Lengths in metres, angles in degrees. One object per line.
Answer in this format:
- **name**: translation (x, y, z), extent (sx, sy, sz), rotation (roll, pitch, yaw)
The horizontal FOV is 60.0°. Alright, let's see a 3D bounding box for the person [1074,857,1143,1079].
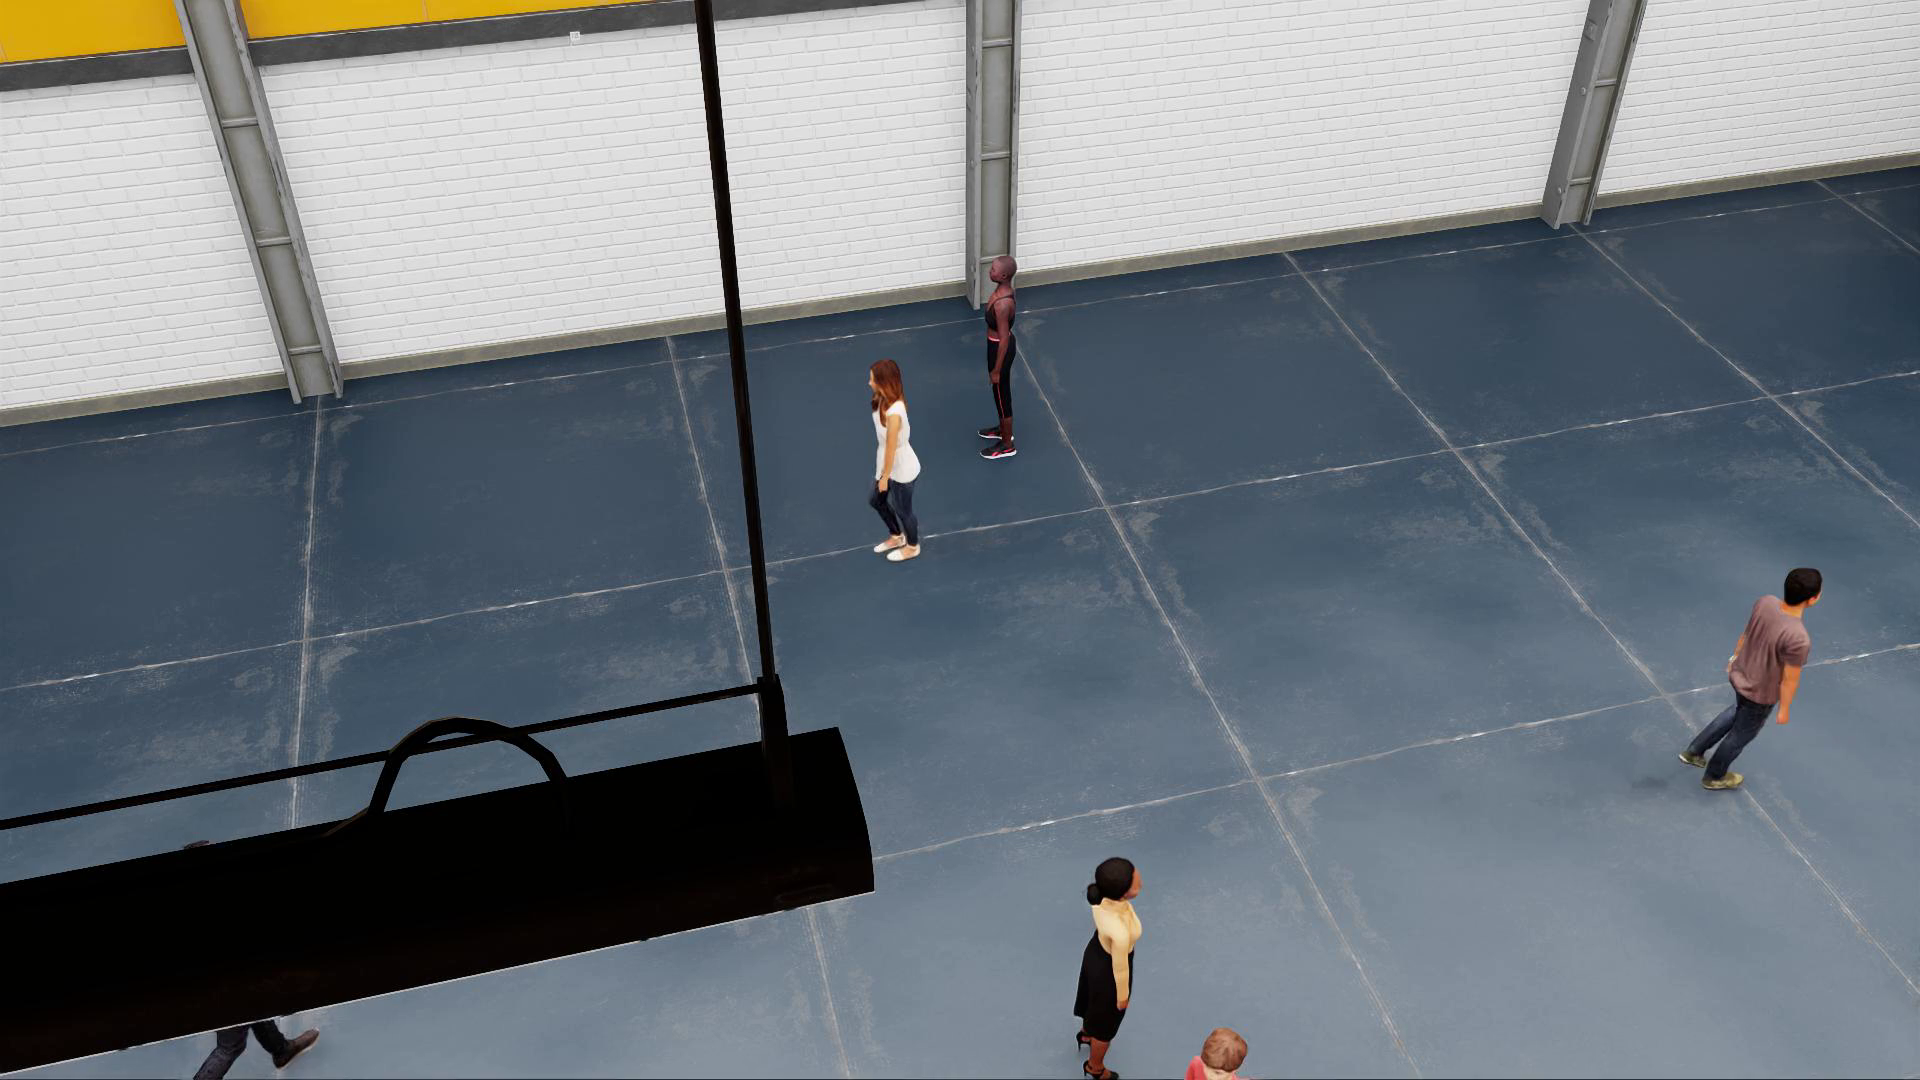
- **person**: translation (0.758, 2.215, 8.592), extent (0.516, 1.651, 0.552), rotation (-9, 39, -11)

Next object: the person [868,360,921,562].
- **person**: translation (-0.355, -0.555, 11.969), extent (0.596, 1.766, 0.590), rotation (-12, 40, -14)

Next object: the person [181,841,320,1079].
- **person**: translation (-3.816, 2.310, 8.401), extent (1.051, 1.742, 1.211), rotation (26, 46, 29)

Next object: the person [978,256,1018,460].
- **person**: translation (0.333, -1.455, 13.102), extent (0.604, 1.758, 0.640), rotation (0, 39, -1)

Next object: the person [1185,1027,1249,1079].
- **person**: translation (1.260, 2.810, 8.050), extent (0.793, 1.398, 0.949), rotation (31, 48, 33)

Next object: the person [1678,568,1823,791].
- **person**: translation (4.786, 0.884, 10.167), extent (0.712, 1.765, 0.698), rotation (-4, 39, -5)
